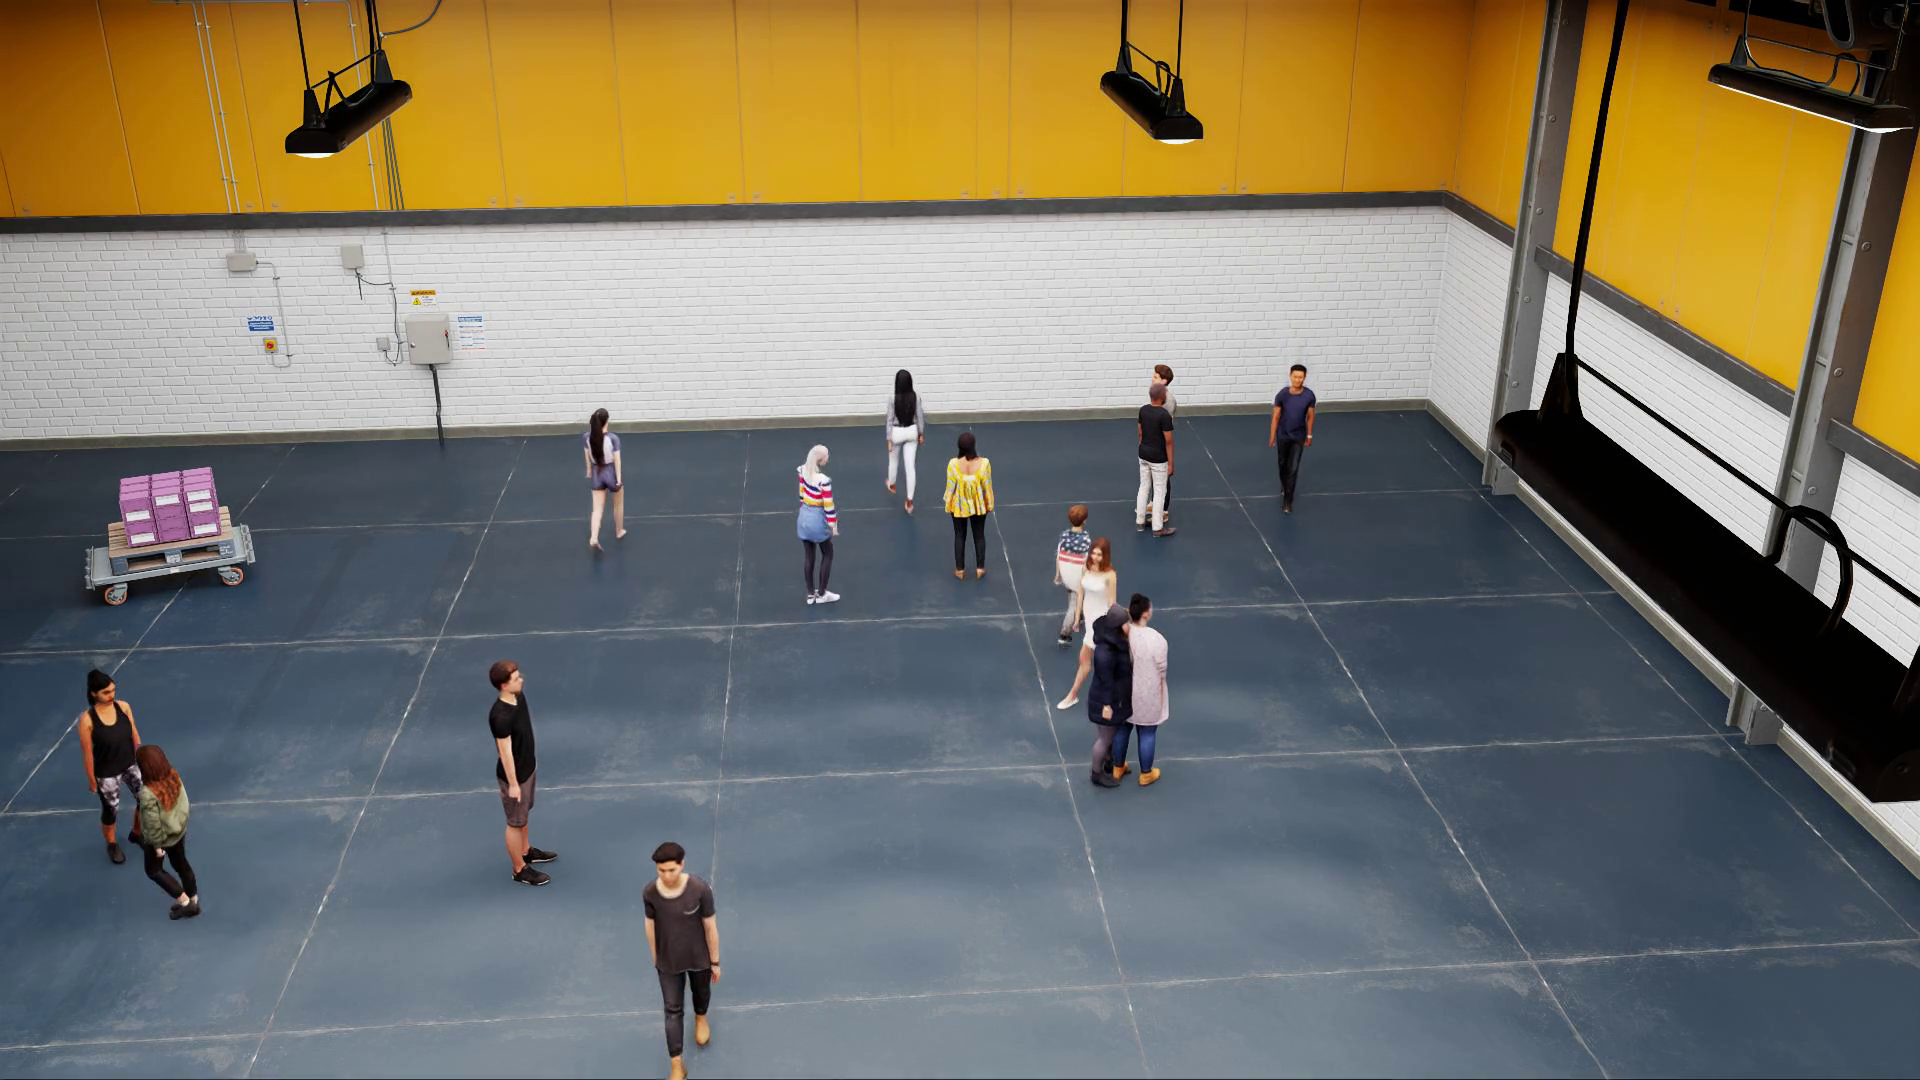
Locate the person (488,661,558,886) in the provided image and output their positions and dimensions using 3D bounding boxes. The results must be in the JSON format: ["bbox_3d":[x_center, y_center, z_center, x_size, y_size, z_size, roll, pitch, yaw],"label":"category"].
[{"bbox_3d":[-3.414,1.751,12.783,0.757,1.862,0.529,0,24,0],"label":"person"}]

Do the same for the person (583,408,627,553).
[{"bbox_3d":[-3.996,-0.651,18.581,0.768,1.619,1.067,4,24,9],"label":"person"}]

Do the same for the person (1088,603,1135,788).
[{"bbox_3d":[1.263,1.308,14.034,0.833,1.673,0.729,8,25,18],"label":"person"}]

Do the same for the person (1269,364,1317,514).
[{"bbox_3d":[3.946,-1.257,19.797,0.903,1.758,1.207,6,24,13],"label":"person"}]

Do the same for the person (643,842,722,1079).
[{"bbox_3d":[-1.794,2.668,10.924,0.626,1.672,1.009,-2,24,-4],"label":"person"}]

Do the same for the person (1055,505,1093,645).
[{"bbox_3d":[1.115,0.365,16.522,0.881,1.407,1.026,13,27,27],"label":"person"}]

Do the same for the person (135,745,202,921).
[{"bbox_3d":[-5.811,2.172,12.314,0.712,1.466,0.576,4,24,9],"label":"person"}]

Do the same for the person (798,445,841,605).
[{"bbox_3d":[-1.514,-0.188,17.321,0.713,1.781,0.772,11,26,24],"label":"person"}]

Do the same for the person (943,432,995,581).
[{"bbox_3d":[0.094,-0.363,17.884,0.697,1.651,0.728,-2,24,-4],"label":"person"}]

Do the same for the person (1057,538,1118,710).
[{"bbox_3d":[1.338,0.724,15.390,1.024,1.657,1.153,-16,28,-33],"label":"person"}]

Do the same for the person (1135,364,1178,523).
[{"bbox_3d":[2.315,-1.130,19.332,0.760,1.896,0.568,-7,24,-15],"label":"person"}]

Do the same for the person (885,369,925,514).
[{"bbox_3d":[-0.645,-1.147,19.633,0.727,1.686,1.122,-5,24,-12],"label":"person"}]

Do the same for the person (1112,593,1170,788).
[{"bbox_3d":[1.493,1.255,14.069,0.799,1.741,0.822,13,27,27],"label":"person"}]

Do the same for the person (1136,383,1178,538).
[{"bbox_3d":[2.218,-0.927,18.981,0.819,1.805,0.733,-19,30,-37],"label":"person"}]

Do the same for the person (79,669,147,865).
[{"bbox_3d":[-6.657,1.750,13.048,0.816,1.654,0.752,17,29,34],"label":"person"}]
